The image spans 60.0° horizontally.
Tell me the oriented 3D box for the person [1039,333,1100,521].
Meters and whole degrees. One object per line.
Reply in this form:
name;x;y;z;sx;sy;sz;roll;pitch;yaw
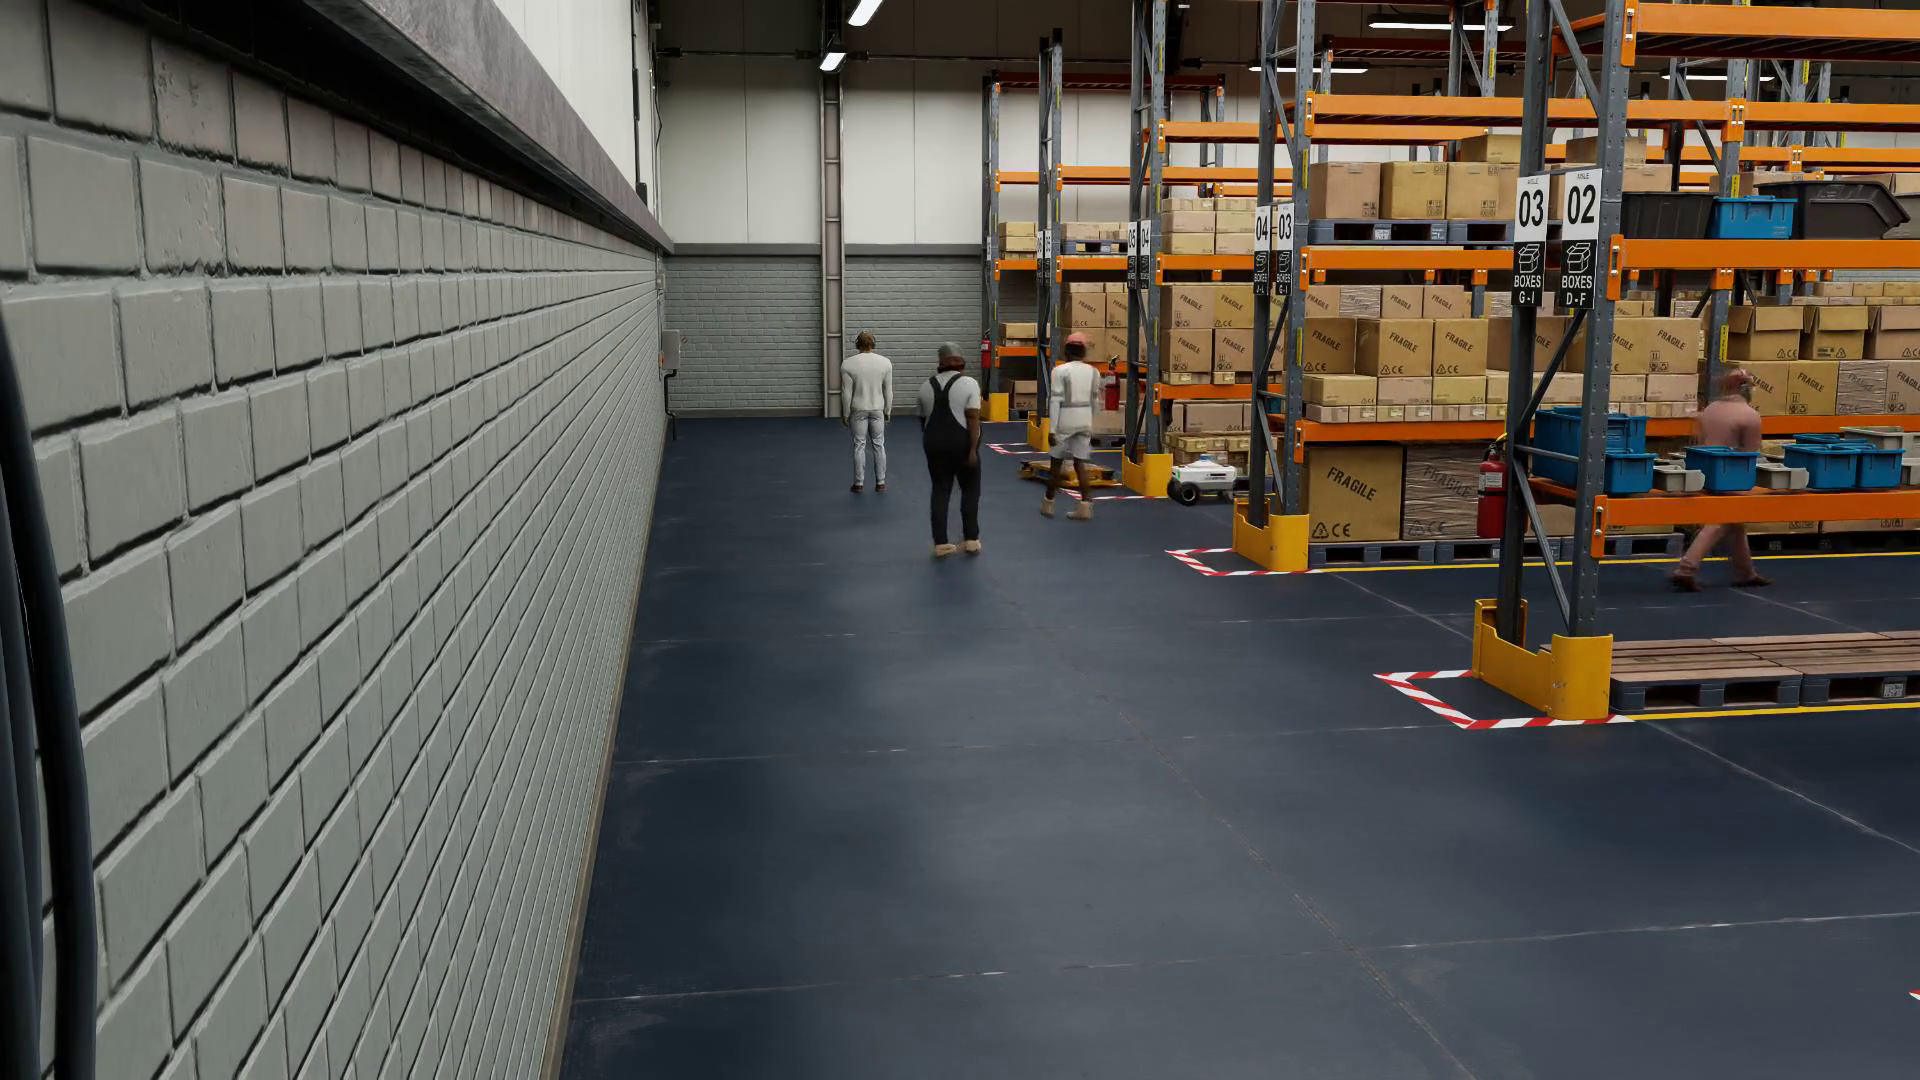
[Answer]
person;1.151;-1.211;17.789;0.688;1.984;0.838;-5;10;-28

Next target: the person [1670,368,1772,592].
person;6.342;-0.492;13.761;0.997;1.862;0.648;-1;9;-7

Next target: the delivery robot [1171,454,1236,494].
delivery robot;2.775;-0.732;18.942;0.707;0.478;0.477;-1;9;-7

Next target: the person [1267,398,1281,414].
person;4.377;-2.023;23.223;0.376;1.844;0.571;-5;11;-29

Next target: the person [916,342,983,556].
person;-0.093;-0.888;15.627;0.713;2.000;0.717;5;10;27

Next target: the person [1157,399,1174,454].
person;2.483;-1.617;20.693;0.333;1.860;0.509;-4;10;-24

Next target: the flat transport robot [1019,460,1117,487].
flat transport robot;1.342;-0.847;20.817;0.652;0.197;1.431;-4;10;-23

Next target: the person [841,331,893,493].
person;-1.115;-1.528;19.888;0.632;1.940;0.372;-3;10;-15
